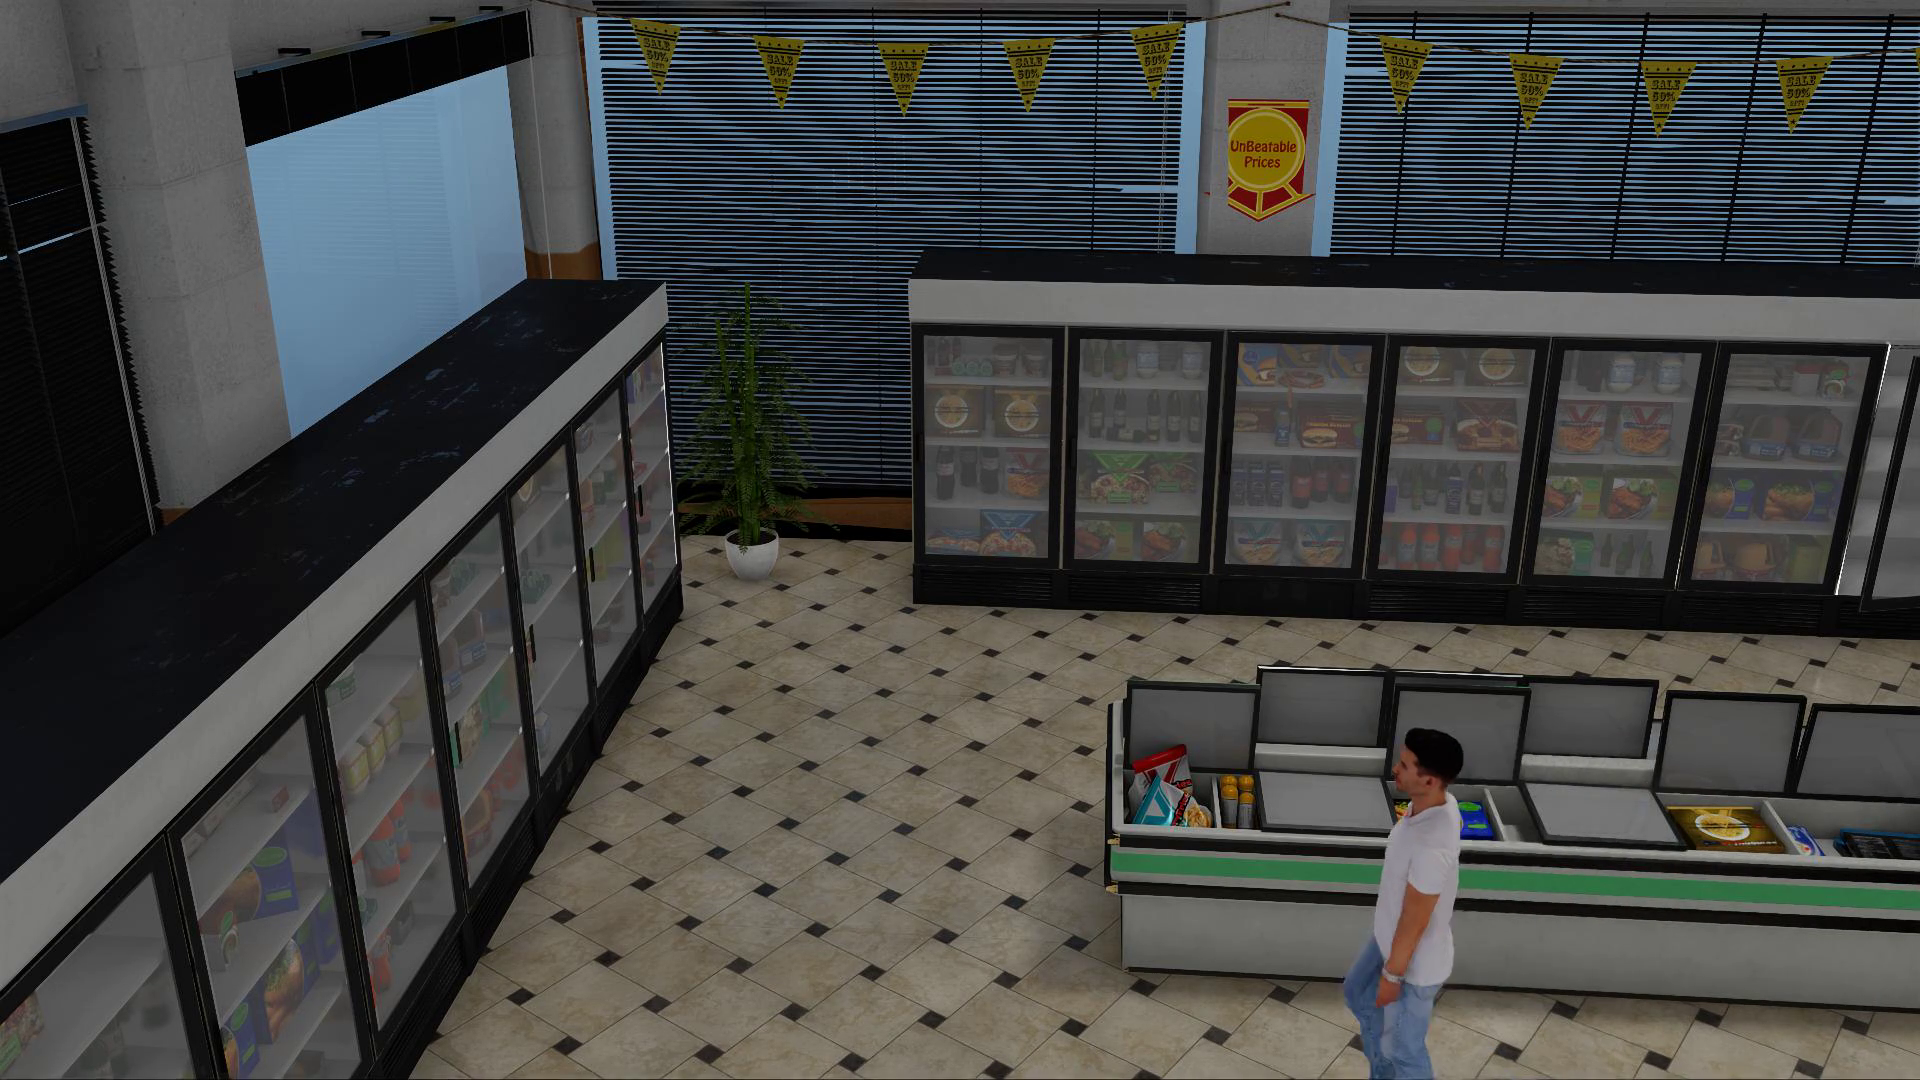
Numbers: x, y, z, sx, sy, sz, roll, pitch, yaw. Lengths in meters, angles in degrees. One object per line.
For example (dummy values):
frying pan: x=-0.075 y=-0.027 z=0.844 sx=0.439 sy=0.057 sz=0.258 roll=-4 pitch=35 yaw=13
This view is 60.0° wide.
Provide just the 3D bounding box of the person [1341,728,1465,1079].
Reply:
person: x=1.802 y=1.560 z=6.323 sx=0.734 sy=1.848 sz=0.741 roll=7 pitch=23 yaw=16
